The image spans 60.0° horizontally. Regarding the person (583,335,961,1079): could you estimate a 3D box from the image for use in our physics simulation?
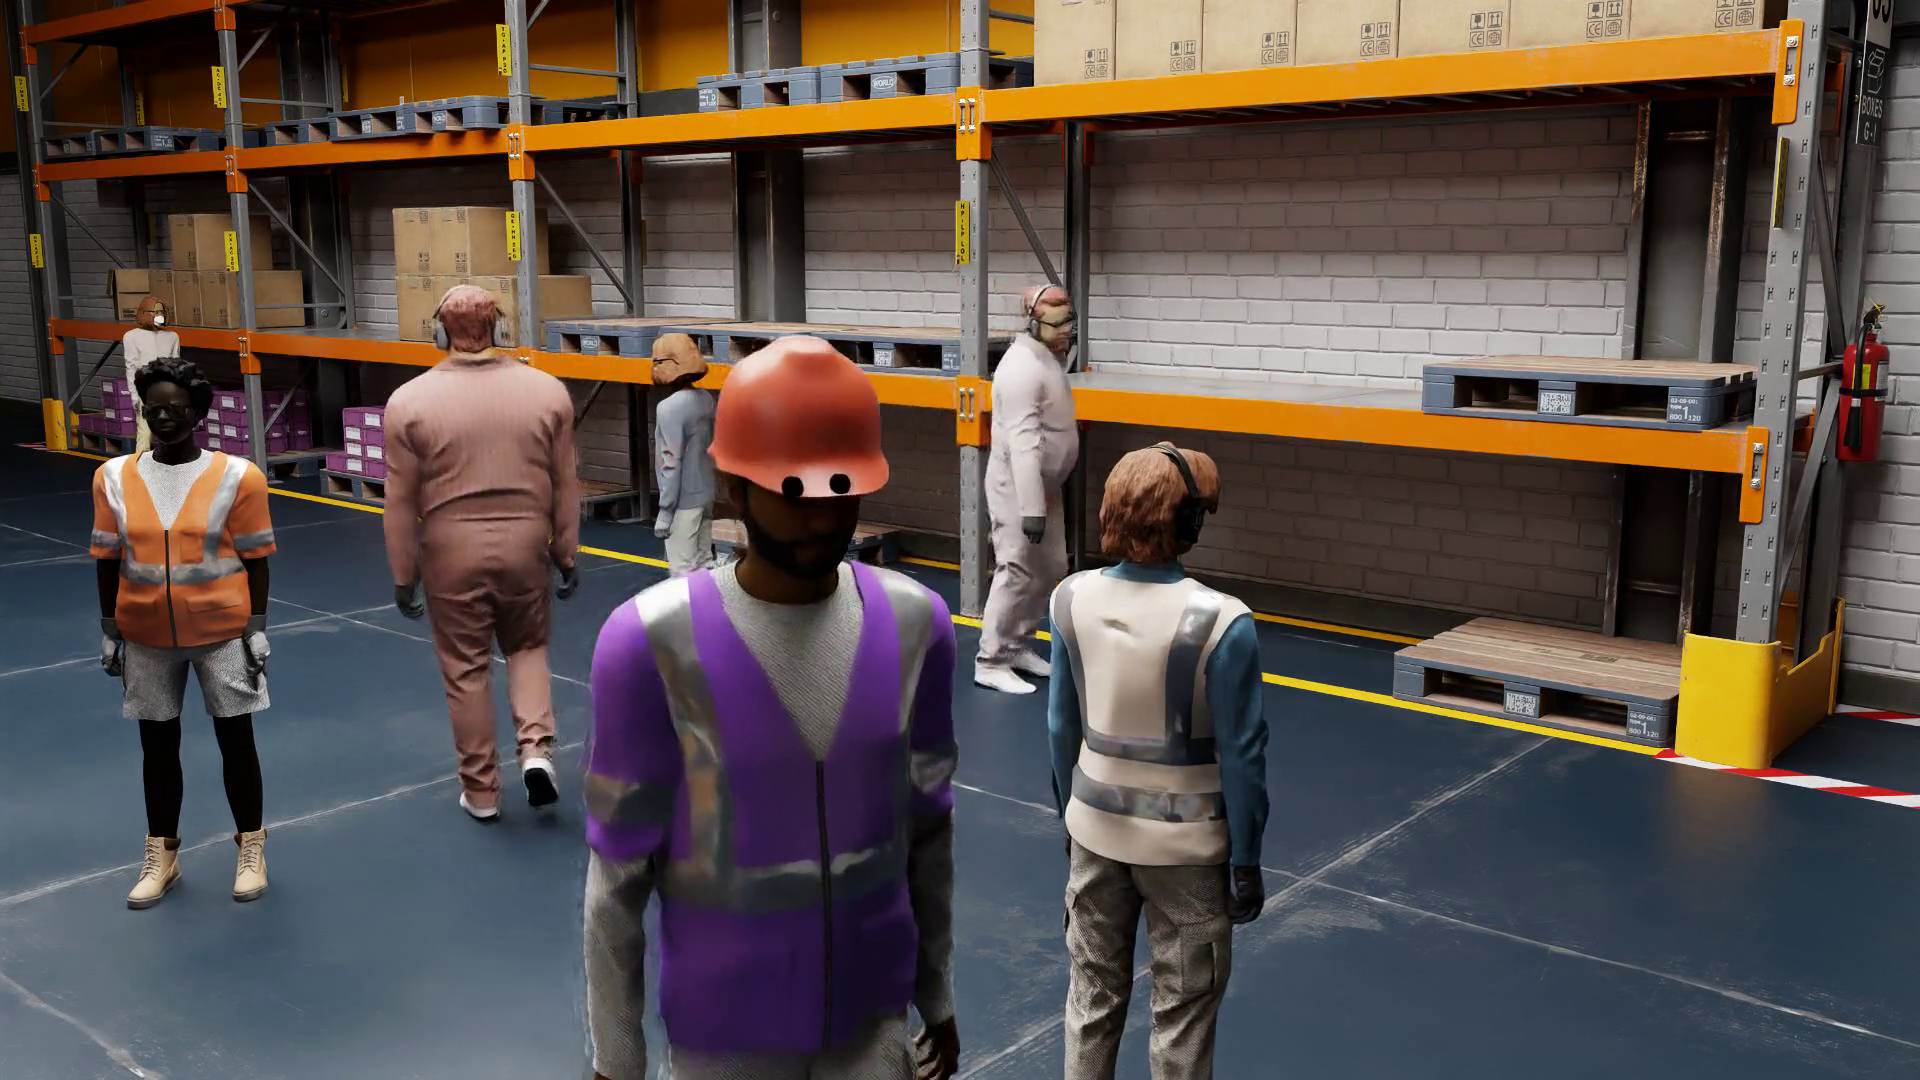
[{"bbox_3d":[-0.290,0.643,2.497,0.574,1.913,0.663,-5,11,-26],"label":"person"}]

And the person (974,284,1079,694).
[{"bbox_3d":[0.289,-0.213,7.491,0.519,1.867,0.666,3,10,17],"label":"person"}]

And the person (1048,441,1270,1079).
[{"bbox_3d":[0.392,0.622,3.381,0.511,1.641,0.307,9,13,41],"label":"person"}]

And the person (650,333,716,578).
[{"bbox_3d":[-1.287,-0.146,7.773,0.265,1.631,0.508,2,10,14],"label":"person"}]

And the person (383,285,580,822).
[{"bbox_3d":[-1.670,0.063,5.825,0.666,1.895,0.427,-5,11,-27],"label":"person"}]

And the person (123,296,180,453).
[{"bbox_3d":[-6.659,-1.198,13.785,0.277,1.629,0.497,6,12,32],"label":"person"}]

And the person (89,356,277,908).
[{"bbox_3d":[-2.381,0.285,5.128,0.535,1.700,0.318,-2,10,-10],"label":"person"}]
